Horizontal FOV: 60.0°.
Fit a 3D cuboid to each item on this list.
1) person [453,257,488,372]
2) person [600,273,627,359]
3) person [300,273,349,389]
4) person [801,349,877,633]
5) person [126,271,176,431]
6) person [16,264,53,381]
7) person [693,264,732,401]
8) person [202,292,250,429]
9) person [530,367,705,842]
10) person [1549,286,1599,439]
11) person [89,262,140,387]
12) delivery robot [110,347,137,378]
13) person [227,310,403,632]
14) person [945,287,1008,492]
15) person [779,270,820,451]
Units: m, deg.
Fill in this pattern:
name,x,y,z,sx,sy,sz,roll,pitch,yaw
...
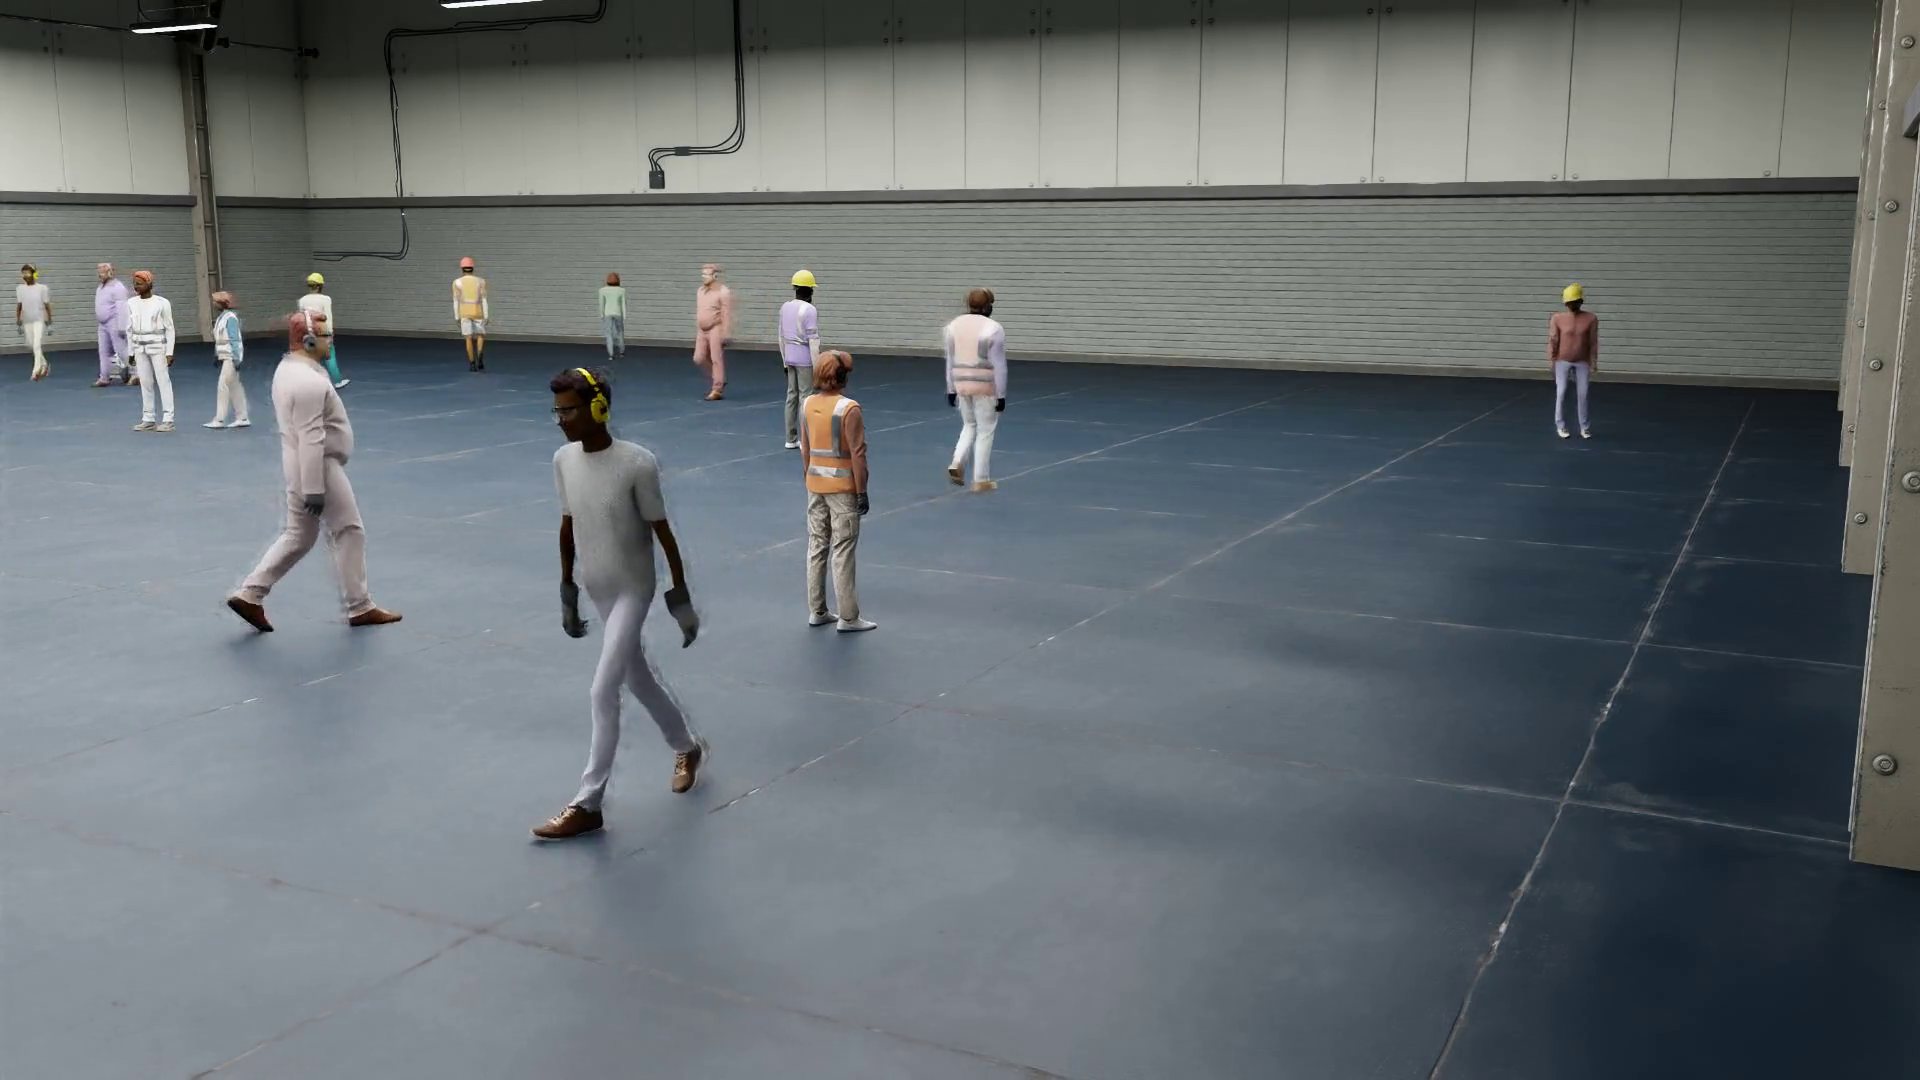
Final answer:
name,x,y,z,sx,sy,sz,roll,pitch,yaw
person,-8.285,-3.817,28.163,0.556,1.918,0.637,-4,11,-18
person,-6.462,-4.182,31.081,0.503,1.588,0.849,-1,10,-6
person,-9.412,-3.051,24.509,0.556,1.722,0.865,2,11,10
person,-0.727,-0.281,9.665,0.514,1.644,0.307,10,14,43
person,-9.499,-2.210,19.523,0.583,1.882,0.337,2,11,11
person,-14.814,-3.492,26.637,0.538,1.846,0.840,0,10,-2
person,-3.467,-2.888,23.183,0.671,1.893,0.417,9,14,40
person,-8.795,-2.123,19.738,0.633,1.618,0.547,-7,13,-35
person,-1.311,0.210,6.569,0.597,1.809,0.970,7,13,34
person,6.930,-2.005,18.804,0.533,1.726,0.405,2,11,13
person,-12.873,-3.258,25.272,0.674,1.911,0.649,7,12,33
delivery robot,-12.986,-2.759,25.890,0.477,0.478,0.707,2,11,10
person,-3.788,-0.387,9.612,0.897,1.873,0.649,-7,12,-33
person,0.172,-1.338,14.902,0.646,1.832,0.433,8,13,36
person,-1.681,-1.914,17.791,0.381,1.924,0.593,-10,14,-42
